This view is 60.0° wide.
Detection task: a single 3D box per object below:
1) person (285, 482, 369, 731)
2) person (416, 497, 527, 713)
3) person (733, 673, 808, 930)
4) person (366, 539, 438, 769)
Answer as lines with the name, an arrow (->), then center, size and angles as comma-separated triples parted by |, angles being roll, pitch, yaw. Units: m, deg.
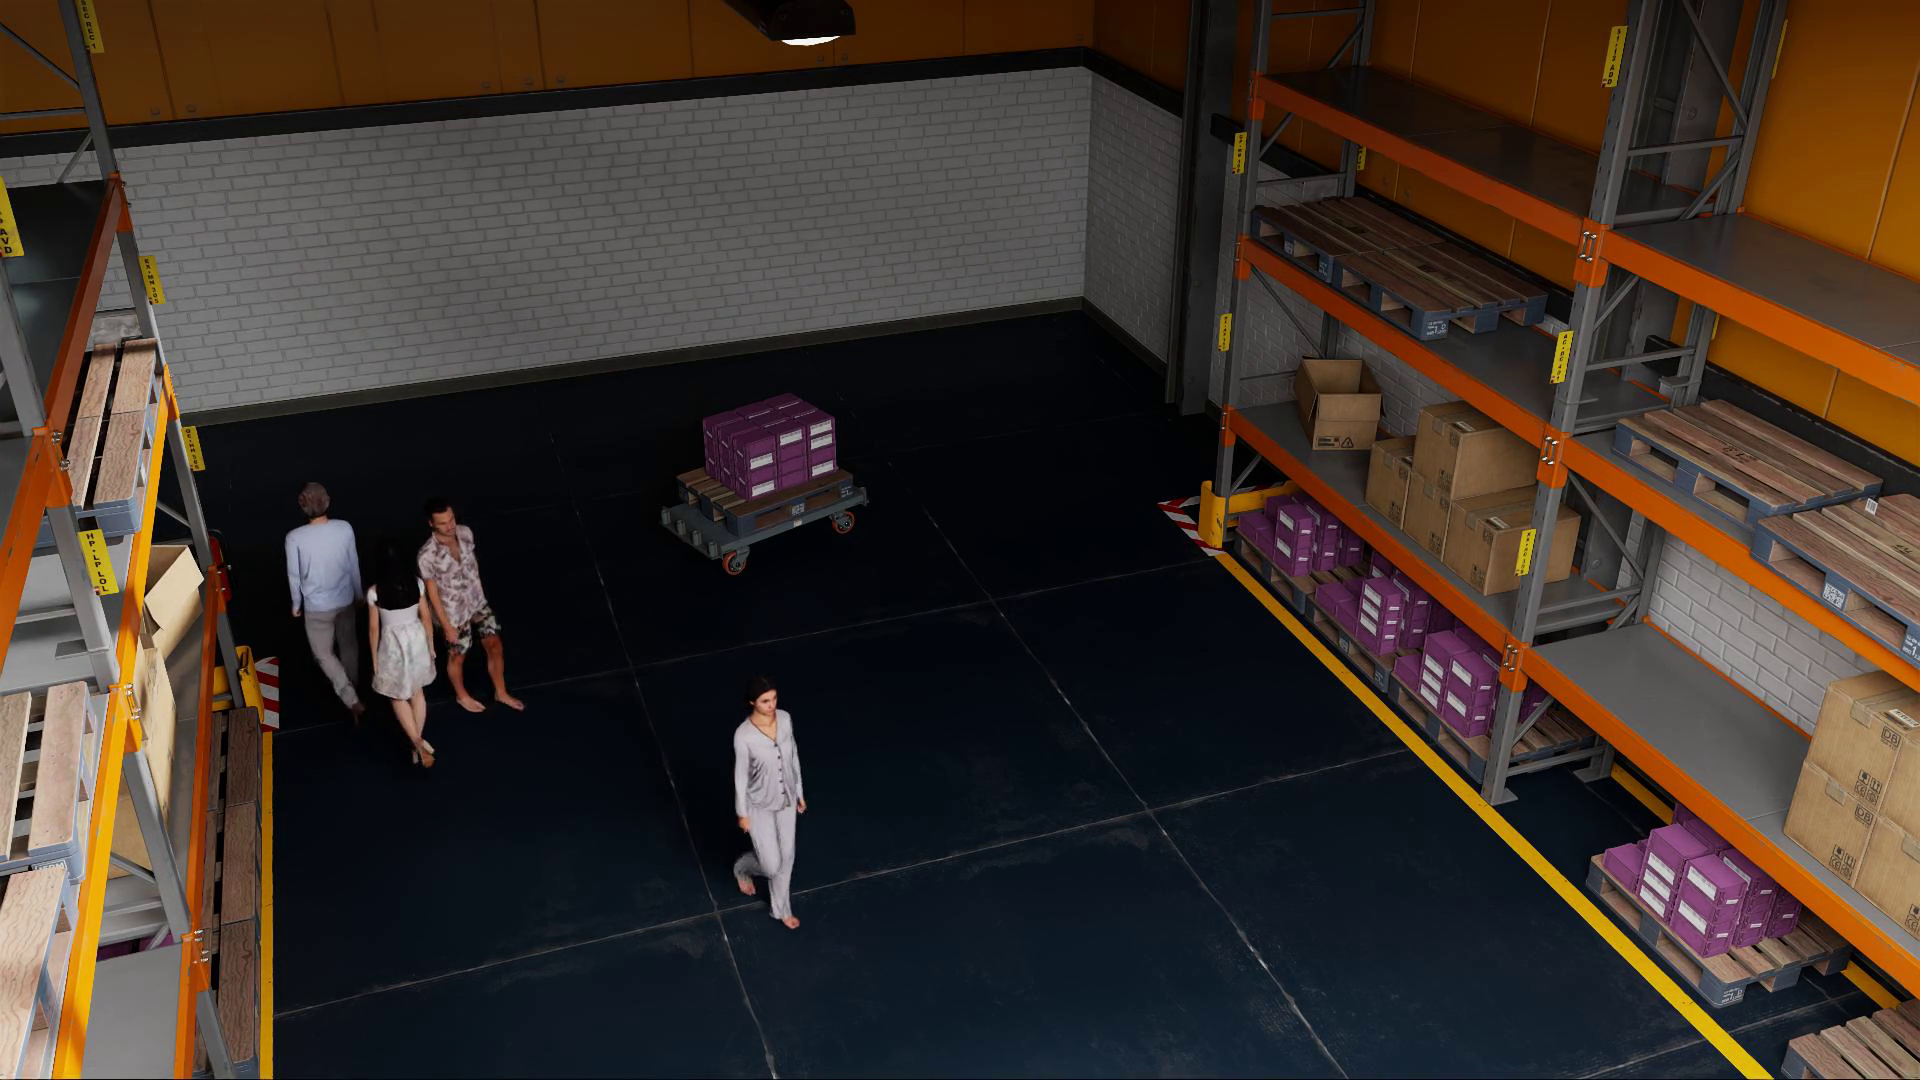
person -> -4.479, 0.496, 11.893 | 0.915, 1.868, 1.224 | -21, 35, -33
person -> -3.695, 0.460, 12.029 | 0.952, 1.800, 0.887 | 18, 34, 30
person -> -1.210, 1.548, 10.074 | 0.771, 1.762, 0.876 | -25, 37, -38
person -> -3.762, 0.842, 11.372 | 0.721, 1.759, 0.980 | -17, 33, -29
